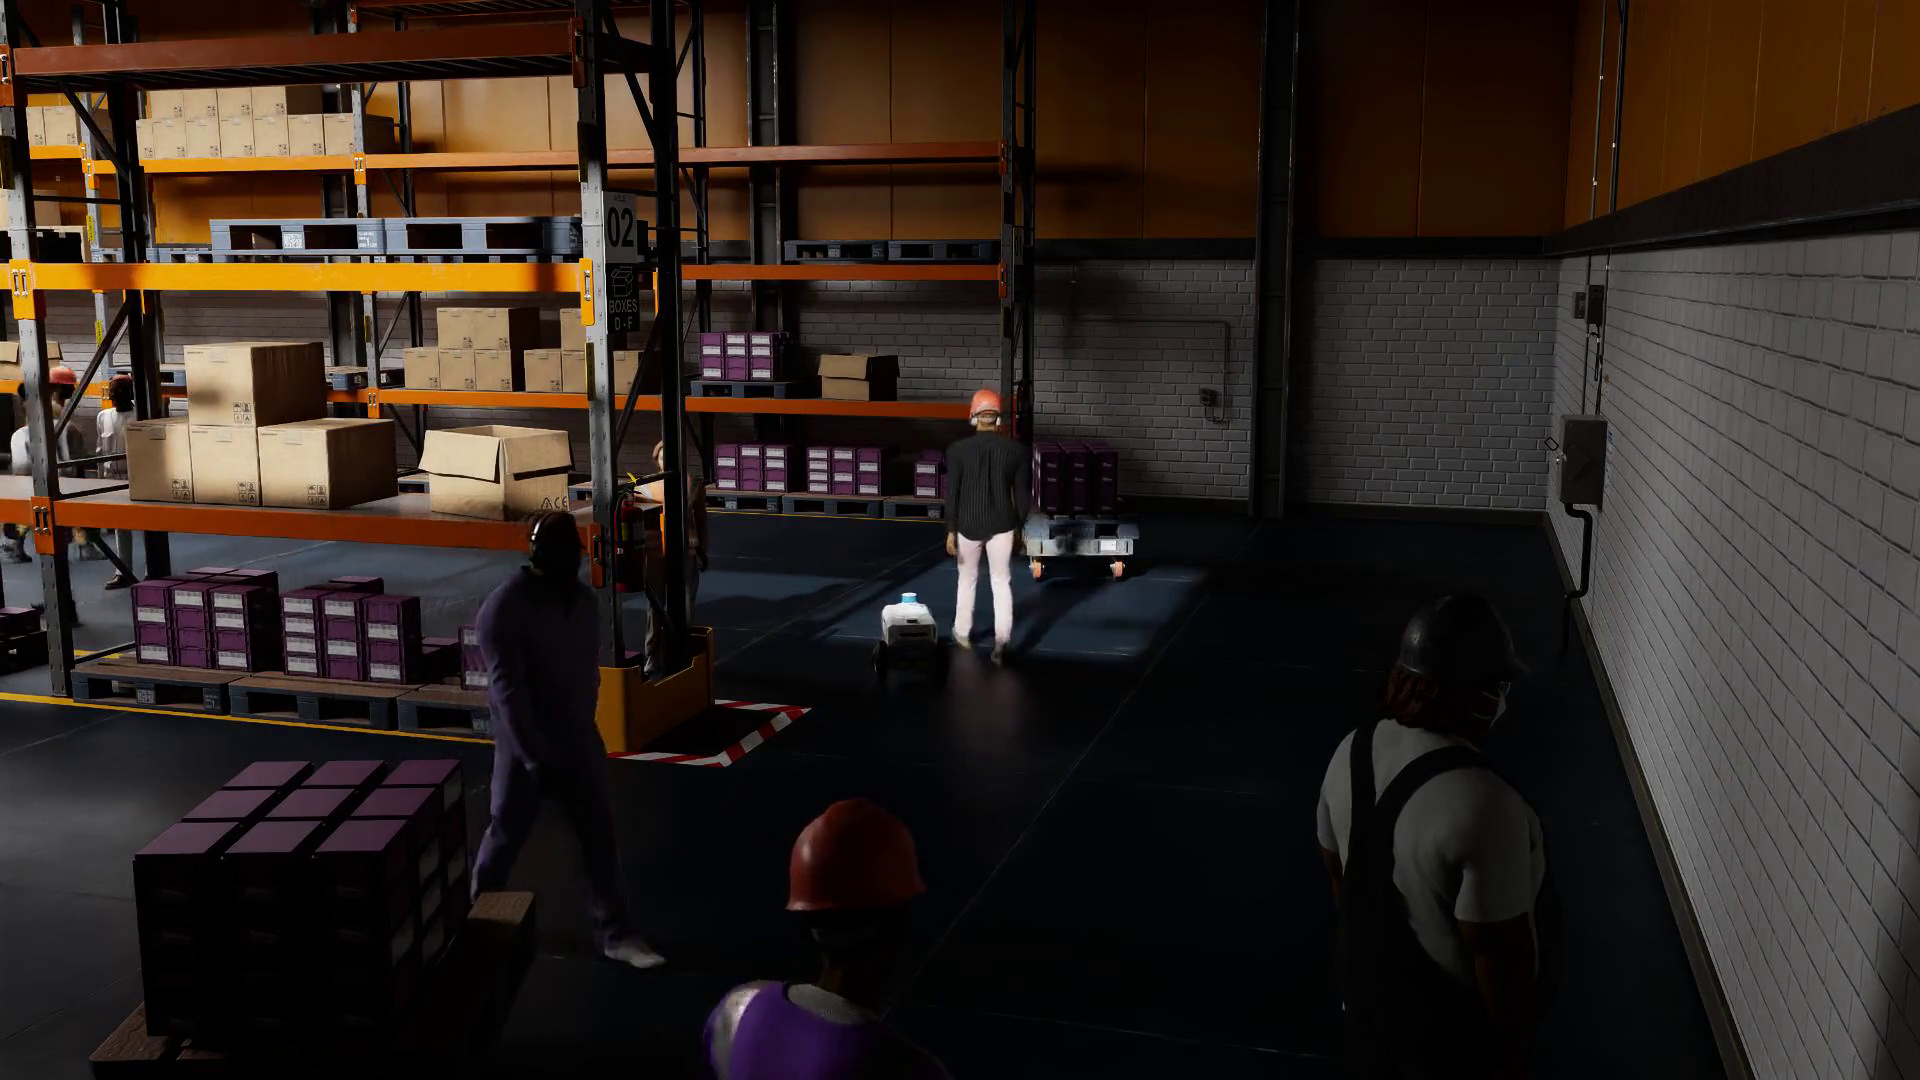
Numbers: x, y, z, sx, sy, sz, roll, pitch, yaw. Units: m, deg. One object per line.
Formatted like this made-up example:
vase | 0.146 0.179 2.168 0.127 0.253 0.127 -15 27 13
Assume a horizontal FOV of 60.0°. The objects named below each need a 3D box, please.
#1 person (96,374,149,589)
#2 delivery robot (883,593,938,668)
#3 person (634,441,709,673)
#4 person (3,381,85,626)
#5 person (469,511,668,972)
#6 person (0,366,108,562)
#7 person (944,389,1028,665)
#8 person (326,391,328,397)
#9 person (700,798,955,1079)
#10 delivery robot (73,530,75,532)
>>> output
person | -7.252 -0.501 14.507 0.578 1.884 0.353 1 9 7
delivery robot | -0.348 0.609 11.499 0.477 0.478 0.707 -1 9 -6
person | -2.002 0.110 11.536 0.523 1.636 0.311 -1 9 -9
person | -7.194 -0.285 13.018 0.568 1.963 0.659 3 10 16
person | -1.672 0.796 6.710 0.961 1.861 0.624 7 12 36
person | -8.673 -0.711 15.797 0.942 1.894 0.543 -4 10 -22
person | 0.187 -0.114 11.970 0.628 1.941 0.990 -1 9 -7
person | -6.803 -0.989 17.380 0.381 1.919 0.584 0 9 2
person | -0.197 1.399 2.926 0.667 1.878 0.904 8 13 42
delivery robot | -9.120 -0.339 17.275 0.477 0.478 0.707 0 9 1
